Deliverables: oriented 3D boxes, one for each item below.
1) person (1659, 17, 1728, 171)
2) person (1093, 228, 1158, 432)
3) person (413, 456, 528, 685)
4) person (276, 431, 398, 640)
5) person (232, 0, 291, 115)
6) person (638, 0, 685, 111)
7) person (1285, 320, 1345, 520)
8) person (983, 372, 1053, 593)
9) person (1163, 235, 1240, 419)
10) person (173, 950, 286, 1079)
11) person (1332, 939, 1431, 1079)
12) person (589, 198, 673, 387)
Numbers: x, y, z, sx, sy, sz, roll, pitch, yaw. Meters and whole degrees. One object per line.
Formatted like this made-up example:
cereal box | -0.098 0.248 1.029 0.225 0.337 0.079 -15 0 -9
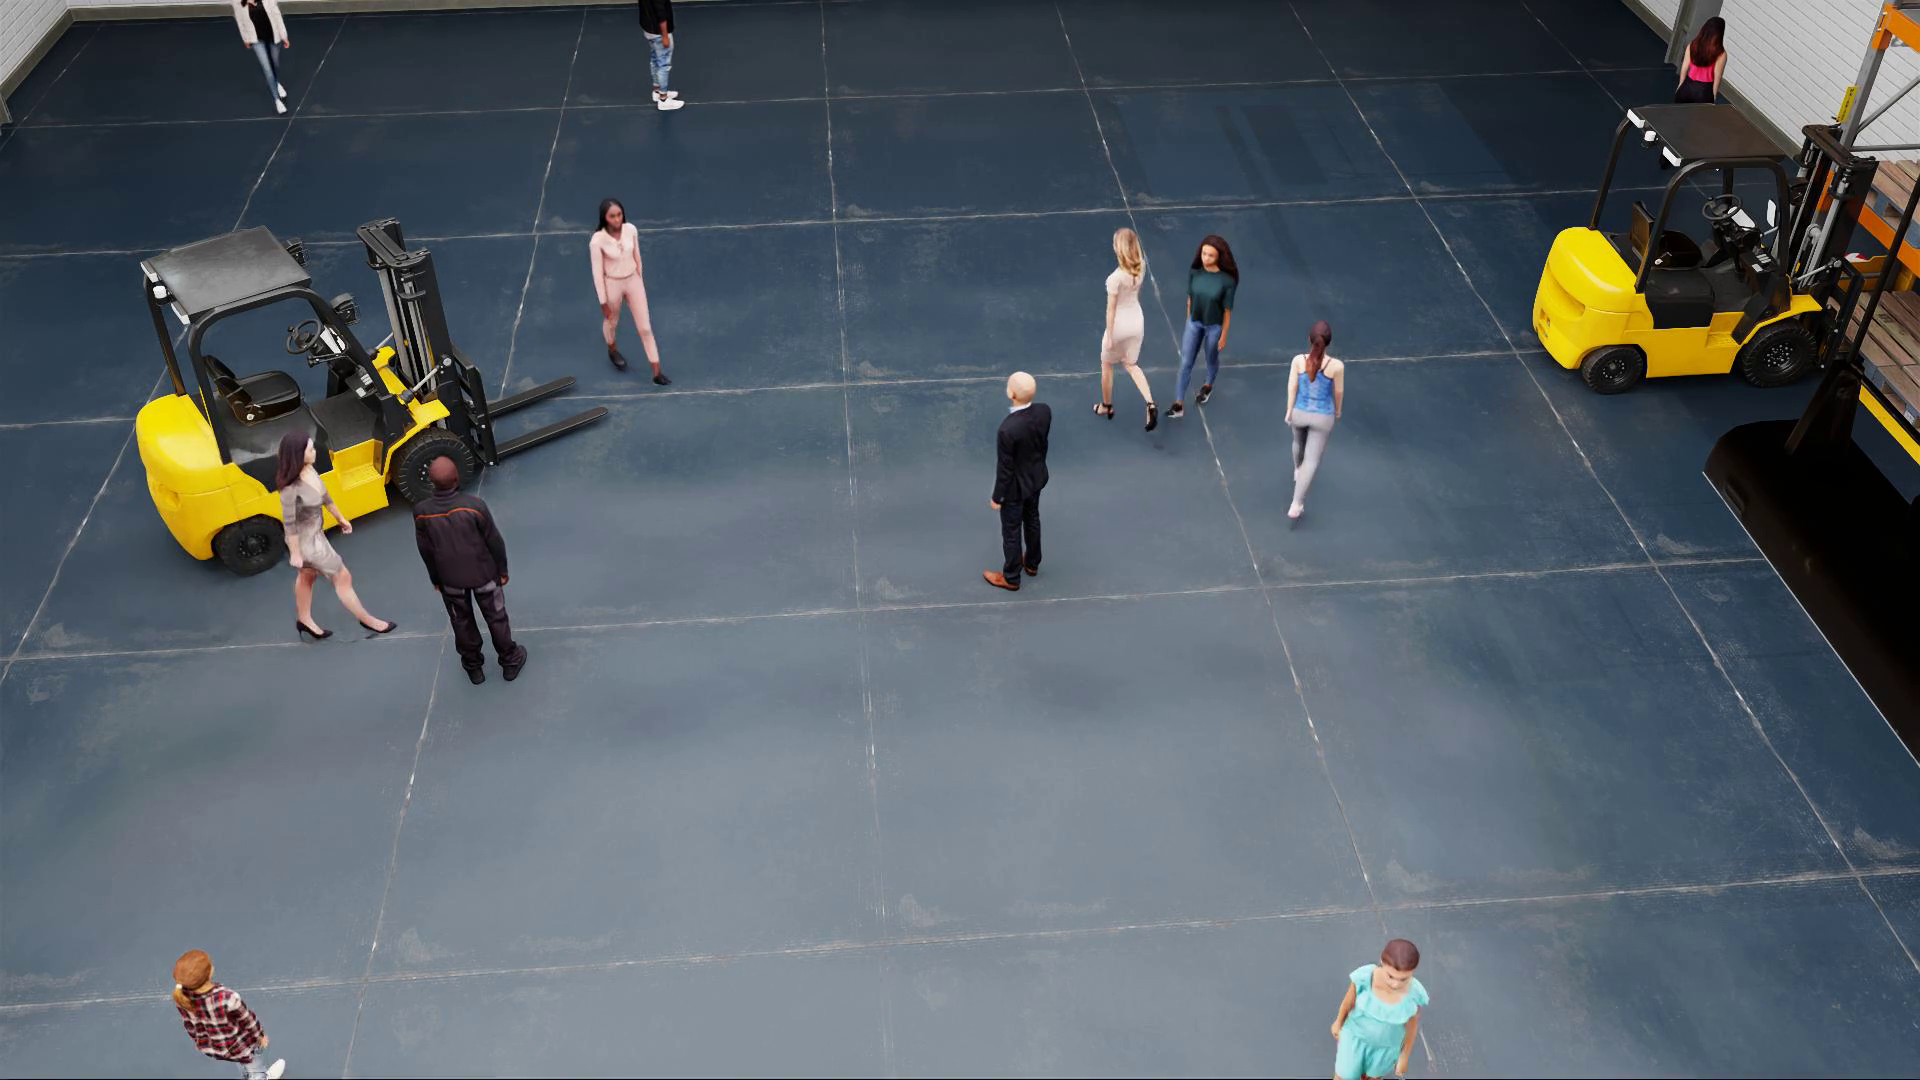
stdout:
person | 7.612 -4.595 17.183 0.652 1.660 0.719 30 47 32
person | 1.385 -1.639 13.364 0.865 1.807 1.046 -24 45 -27
person | -3.267 0.213 11.034 0.703 1.820 0.604 -5 39 -7
person | -4.525 0.020 11.364 0.702 1.710 0.866 -5 39 -6
person | -7.763 -5.634 18.533 0.914 1.597 1.143 -21 43 -24
person | -3.368 -5.701 18.449 0.809 1.807 0.644 -14 41 -17
person | 2.663 -0.895 12.615 0.905 1.578 1.115 16 41 19
person | 0.431 -0.421 11.843 0.815 1.800 0.763 29 47 32
person | 2.079 -1.813 13.752 0.921 1.594 1.049 20 43 23
person | -3.750 2.585 8.486 0.682 1.293 0.893 7 39 9
person | 2.111 2.460 8.440 0.659 1.546 0.683 12 40 15
person | -2.916 -2.122 14.076 1.054 1.673 1.230 -27 46 -29
